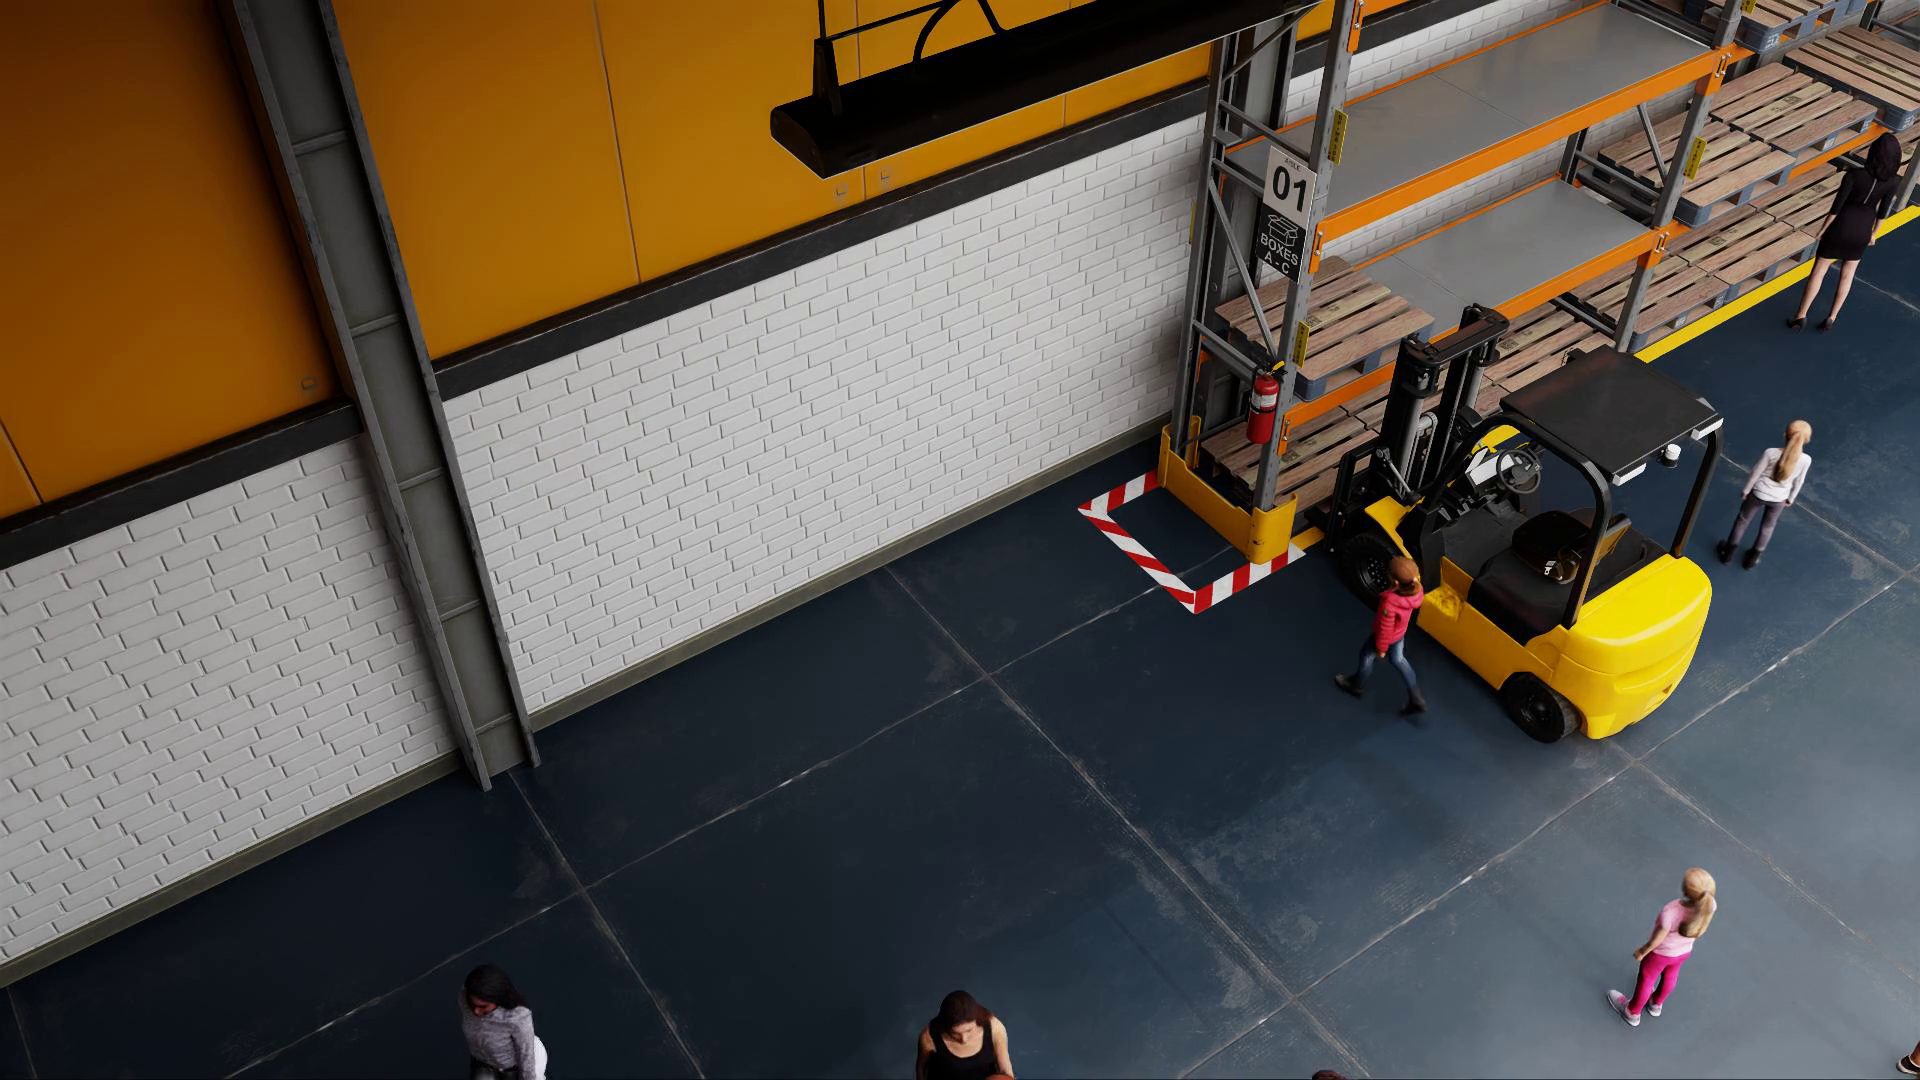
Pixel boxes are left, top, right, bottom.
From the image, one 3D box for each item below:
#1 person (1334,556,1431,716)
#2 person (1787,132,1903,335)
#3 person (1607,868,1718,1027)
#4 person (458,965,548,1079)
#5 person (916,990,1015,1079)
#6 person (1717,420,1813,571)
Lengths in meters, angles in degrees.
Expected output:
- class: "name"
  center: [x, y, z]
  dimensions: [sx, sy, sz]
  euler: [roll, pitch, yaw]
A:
- class: "person"
  center: [2.809, 0.628, 10.624]
  dimensions: [0.850, 1.294, 0.659]
  euler: [-34, 53, -30]
- class: "person"
  center: [7.194, -2.465, 13.501]
  dimensions: [0.654, 1.803, 0.717]
  euler: [6, 44, 7]
- class: "person"
  center: [3.844, 2.193, 8.994]
  dimensions: [0.522, 1.275, 0.609]
  euler: [-12, 45, -12]
- class: "person"
  center: [-2.179, 2.553, 8.305]
  dimensions: [0.777, 1.705, 0.860]
  euler: [22, 48, 21]
- class: "person"
  center: [-0.002, 2.618, 8.275]
  dimensions: [1.050, 1.652, 0.900]
  euler: [-11, 45, -12]
- class: "person"
  center: [5.651, -0.309, 11.620]
  dimensions: [0.591, 1.276, 0.642]
  euler: [11, 45, 12]
